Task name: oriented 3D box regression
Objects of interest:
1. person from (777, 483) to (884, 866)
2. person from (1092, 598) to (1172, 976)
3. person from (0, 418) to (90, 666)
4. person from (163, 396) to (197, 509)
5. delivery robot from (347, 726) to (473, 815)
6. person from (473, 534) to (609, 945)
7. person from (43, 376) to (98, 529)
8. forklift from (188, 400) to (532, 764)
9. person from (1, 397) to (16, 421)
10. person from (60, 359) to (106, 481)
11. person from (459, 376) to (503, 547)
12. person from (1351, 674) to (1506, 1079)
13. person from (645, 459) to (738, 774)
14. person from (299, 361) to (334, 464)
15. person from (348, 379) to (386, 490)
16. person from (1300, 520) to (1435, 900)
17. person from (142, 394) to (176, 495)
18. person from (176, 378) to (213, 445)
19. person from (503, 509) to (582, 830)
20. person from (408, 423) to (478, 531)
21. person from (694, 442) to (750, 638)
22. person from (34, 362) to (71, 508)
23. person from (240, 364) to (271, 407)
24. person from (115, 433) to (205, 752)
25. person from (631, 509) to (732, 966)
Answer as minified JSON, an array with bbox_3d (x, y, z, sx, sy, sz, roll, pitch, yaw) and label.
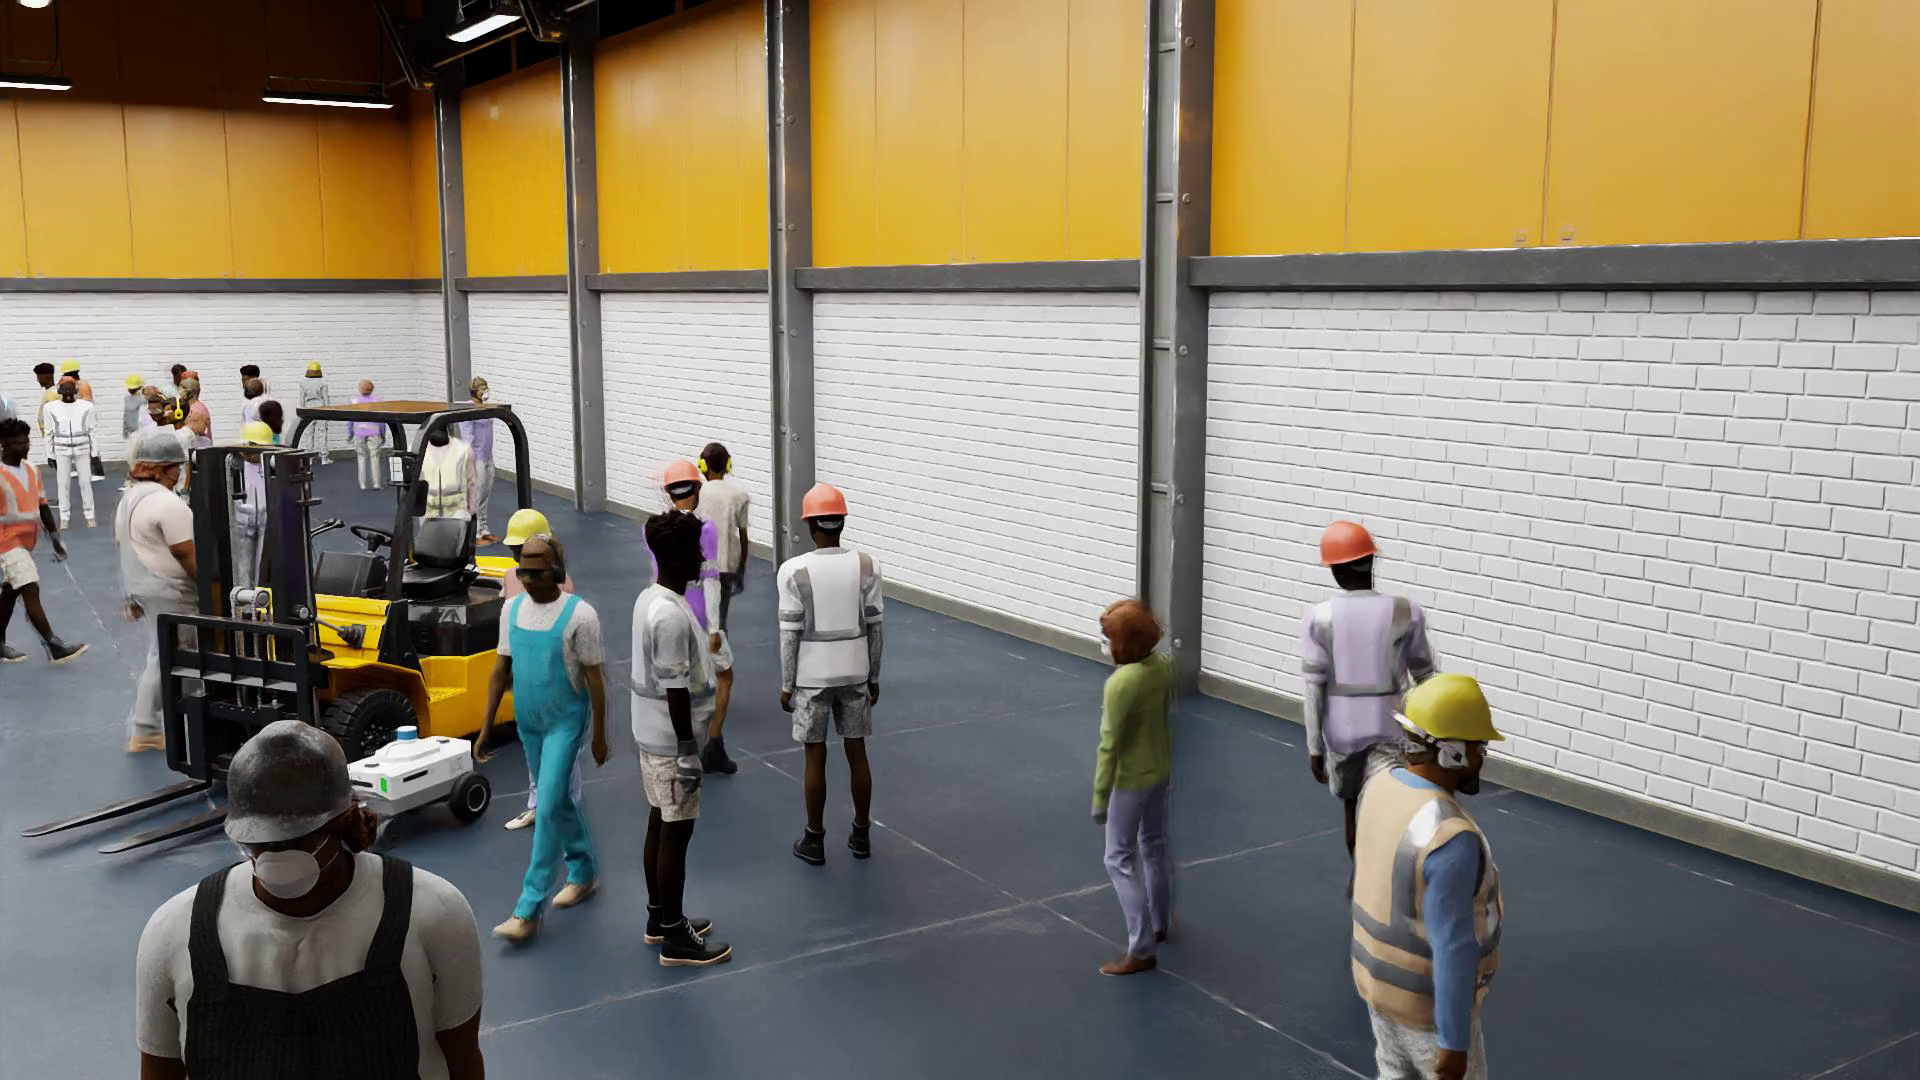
[{"bbox_3d":[-0.660,0.676,8.411,0.543,1.933,0.364,-3,9,-20],"label":"person"},{"bbox_3d":[0.787,1.021,7.154,0.286,1.609,0.720,6,10,34],"label":"person"},{"bbox_3d":[-7.181,0.018,12.855,0.969,1.918,0.625,0,8,2],"label":"person"},{"bbox_3d":[-7.685,-0.481,16.431,0.328,1.868,0.513,-5,10,-31],"label":"person"},{"bbox_3d":[-2.952,1.241,8.905,0.477,0.478,0.707,4,9,26],"label":"delivery robot"},{"bbox_3d":[-1.906,0.868,7.539,0.526,1.806,0.839,4,9,27],"label":"person"},{"bbox_3d":[-10.864,-1.065,20.348,0.579,1.878,0.352,-5,10,-29],"label":"person"},{"bbox_3d":[-3.529,0.258,10.348,1.214,2.155,2.313,4,9,25],"label":"forklift"},{"bbox_3d":[-12.350,-1.208,21.248,0.610,1.908,0.945,-1,9,-9],"label":"person"},{"bbox_3d":[-13.542,-1.841,25.561,0.767,1.891,0.492,8,12,43],"label":"person"},{"bbox_3d":[-5.476,-0.894,18.967,0.361,1.938,0.635,1,9,7],"label":"person"},{"bbox_3d":[1.354,1.274,4.763,0.446,1.816,0.602,-2,9,-11],"label":"person"},{"bbox_3d":[-1.610,0.475,9.907,0.588,1.890,0.458,5,10,31],"label":"person"},{"bbox_3d":[-10.857,-2.144,28.050,0.494,1.743,0.305,0,8,2],"label":"person"},{"bbox_3d":[-8.680,-1.536,24.369,0.524,1.644,0.330,-1,9,-7],"label":"person"},{"bbox_3d":[1.817,0.857,7.386,0.629,1.877,1.000,3,9,17],"label":"person"},{"bbox_3d":[-8.106,-0.563,17.009,0.506,1.864,0.331,1,9,8],"label":"person"},{"bbox_3d":[-8.576,-0.856,18.712,0.376,1.940,0.629,-4,9,-24],"label":"person"},{"bbox_3d":[-2.237,0.706,8.801,0.524,1.761,0.341,6,11,37],"label":"person"},{"bbox_3d":[-4.770,-0.273,15.285,0.644,1.791,0.986,-2,9,-13],"label":"person"},{"bbox_3d":[-1.743,0.237,11.673,0.558,1.836,0.451,-3,9,-20],"label":"person"},{"bbox_3d":[-12.208,-1.414,22.407,0.375,1.960,0.600,-4,9,-23],"label":"person"},{"bbox_3d":[-9.280,-1.345,21.964,0.373,1.958,0.605,-8,11,-42],"label":"person"},{"bbox_3d":[-5.015,0.295,10.614,0.804,2.000,0.699,-8,12,-44],"label":"person"},{"bbox_3d":[-1.229,0.840,7.188,0.367,1.967,0.604,-3,9,-21],"label":"person"}]
